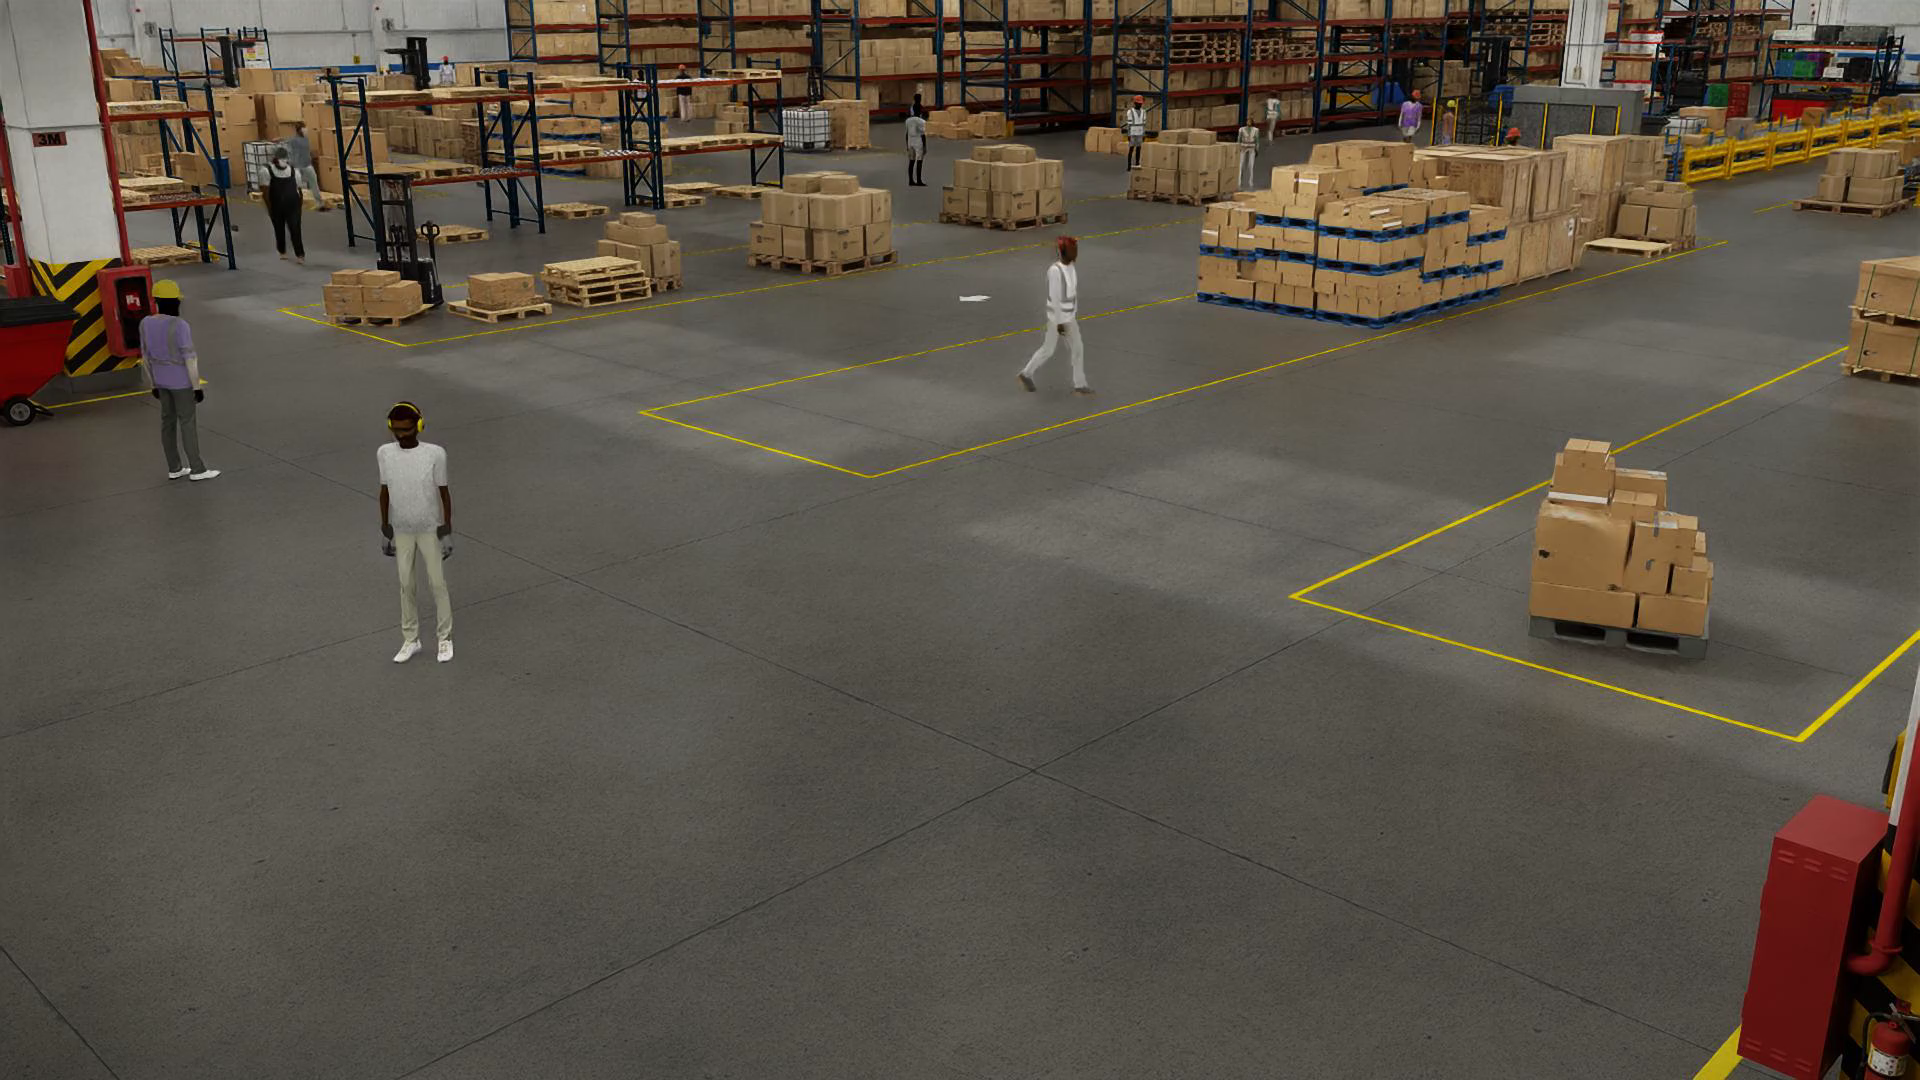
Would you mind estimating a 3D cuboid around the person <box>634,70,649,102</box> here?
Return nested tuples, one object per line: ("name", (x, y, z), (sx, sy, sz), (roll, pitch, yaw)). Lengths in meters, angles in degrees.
("person", (-10.750, -14.878, 56.125), (0.596, 1.914, 0.378), (-16, 24, -40))

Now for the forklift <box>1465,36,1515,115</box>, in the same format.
("forklift", (19.973, -17.201, 61.605), (1.873, 2.768, 1.129), (16, 24, 40))

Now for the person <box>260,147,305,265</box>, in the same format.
("person", (-11.591, -5.775, 28.493), (0.680, 2.000, 1.046), (-9, 20, -25))

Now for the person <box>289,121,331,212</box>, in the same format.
("person", (-13.884, -7.861, 35.037), (1.047, 1.895, 0.642), (5, 19, 14))

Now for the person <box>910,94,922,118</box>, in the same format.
("person", (-1.244, -11.812, 47.248), (0.334, 1.686, 0.532), (7, 20, 21))

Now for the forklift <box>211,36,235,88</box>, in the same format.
("forklift", (-27.078, -17.187, 61.563), (1.873, 2.768, 1.129), (-7, 20, -20))

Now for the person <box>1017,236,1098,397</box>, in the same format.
("person", (1.118, -2.583, 19.194), (0.944, 1.849, 0.583), (11, 21, 30))

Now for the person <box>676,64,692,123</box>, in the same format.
("person", (-9.678, -15.623, 58.235), (0.619, 1.992, 0.396), (-15, 24, -39))

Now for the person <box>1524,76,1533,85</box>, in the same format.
("person", (20.016, -15.553, 58.667), (0.504, 1.581, 0.899), (-13, 22, -34))

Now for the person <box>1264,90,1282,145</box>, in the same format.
("person", (9.464, -12.698, 50.012), (0.741, 1.606, 0.539), (-16, 24, -40))

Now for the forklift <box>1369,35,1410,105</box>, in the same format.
("forklift", (16.701, -17.738, 63.225), (1.873, 2.768, 1.129), (-1, 18, -2))

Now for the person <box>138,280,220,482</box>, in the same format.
("person", (-7.466, -1.510, 15.830), (0.587, 1.922, 0.383), (7, 19, 19))

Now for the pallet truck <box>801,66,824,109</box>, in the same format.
("pallet truck", (-4.812, -15.182, 56.903), (0.823, 1.965, 1.885), (-9, 21, -26))

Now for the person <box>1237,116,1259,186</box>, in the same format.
("person", (6.848, -9.253, 39.598), (0.514, 1.639, 0.310), (0, 18, 0))

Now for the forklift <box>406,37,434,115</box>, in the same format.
("forklift", (-19.821, -17.027, 61.080), (1.129, 2.768, 1.873), (17, 25, 41))

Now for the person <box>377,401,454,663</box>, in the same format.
("person", (-3.769, -0.050, 11.523), (0.512, 1.864, 0.325), (0, 18, -1))

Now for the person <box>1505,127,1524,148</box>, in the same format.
("person", (11.052, -7.280, 33.239), (0.848, 1.911, 0.555), (-8, 20, -23))

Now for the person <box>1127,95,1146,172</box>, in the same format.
("person", (4.547, -10.451, 42.767), (0.540, 1.929, 0.388), (-8, 20, -24))

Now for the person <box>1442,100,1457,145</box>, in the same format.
("person", (12.659, -10.478, 43.091), (0.315, 1.770, 0.524), (-3, 19, -8))

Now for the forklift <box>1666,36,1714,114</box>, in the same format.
("forklift", (27.341, -17.291, 61.877), (1.129, 2.768, 1.873), (17, 25, 41))

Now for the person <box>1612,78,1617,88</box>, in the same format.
("person", (22.271, -14.961, 56.840), (0.512, 1.614, 0.586), (-11, 21, -29))

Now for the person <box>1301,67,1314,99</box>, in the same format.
("person", (13.382, -17.370, 64.000), (0.540, 1.676, 0.716), (3, 19, 9))

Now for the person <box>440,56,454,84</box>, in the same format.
("person", (-20.951, -18.811, 67.969), (0.540, 1.916, 0.498), (-10, 21, -28))

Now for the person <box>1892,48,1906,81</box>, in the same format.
("person", (43.626, -21.838, 77.115), (0.632, 1.904, 0.862), (-10, 21, -28))

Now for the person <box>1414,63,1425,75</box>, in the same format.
("person", (18.087, -17.917, 65.538), (0.521, 1.742, 0.763), (12, 22, 32))

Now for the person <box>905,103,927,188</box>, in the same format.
("person", (-1.039, -9.349, 39.396), (0.608, 1.960, 0.371), (15, 23, 38))

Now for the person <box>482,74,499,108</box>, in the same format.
("person", (-15.469, -14.444, 54.962), (0.759, 1.822, 0.624), (12, 22, 32))

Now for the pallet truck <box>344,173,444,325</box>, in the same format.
("pallet truck", (-8.209, -4.181, 23.757), (0.823, 1.965, 1.885), (3, 19, 9))

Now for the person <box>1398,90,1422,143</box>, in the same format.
("person", (12.430, -11.459, 45.872), (0.581, 1.879, 0.911), (9, 20, 25))

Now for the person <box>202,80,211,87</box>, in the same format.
("person", (-22.398, -12.754, 49.725), (0.634, 1.915, 0.787), (-12, 22, -33))

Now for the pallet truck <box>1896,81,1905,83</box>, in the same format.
("pallet truck", (34.802, -16.331, 61.455), (0.653, 1.274, 1.630), (17, 25, 41))
